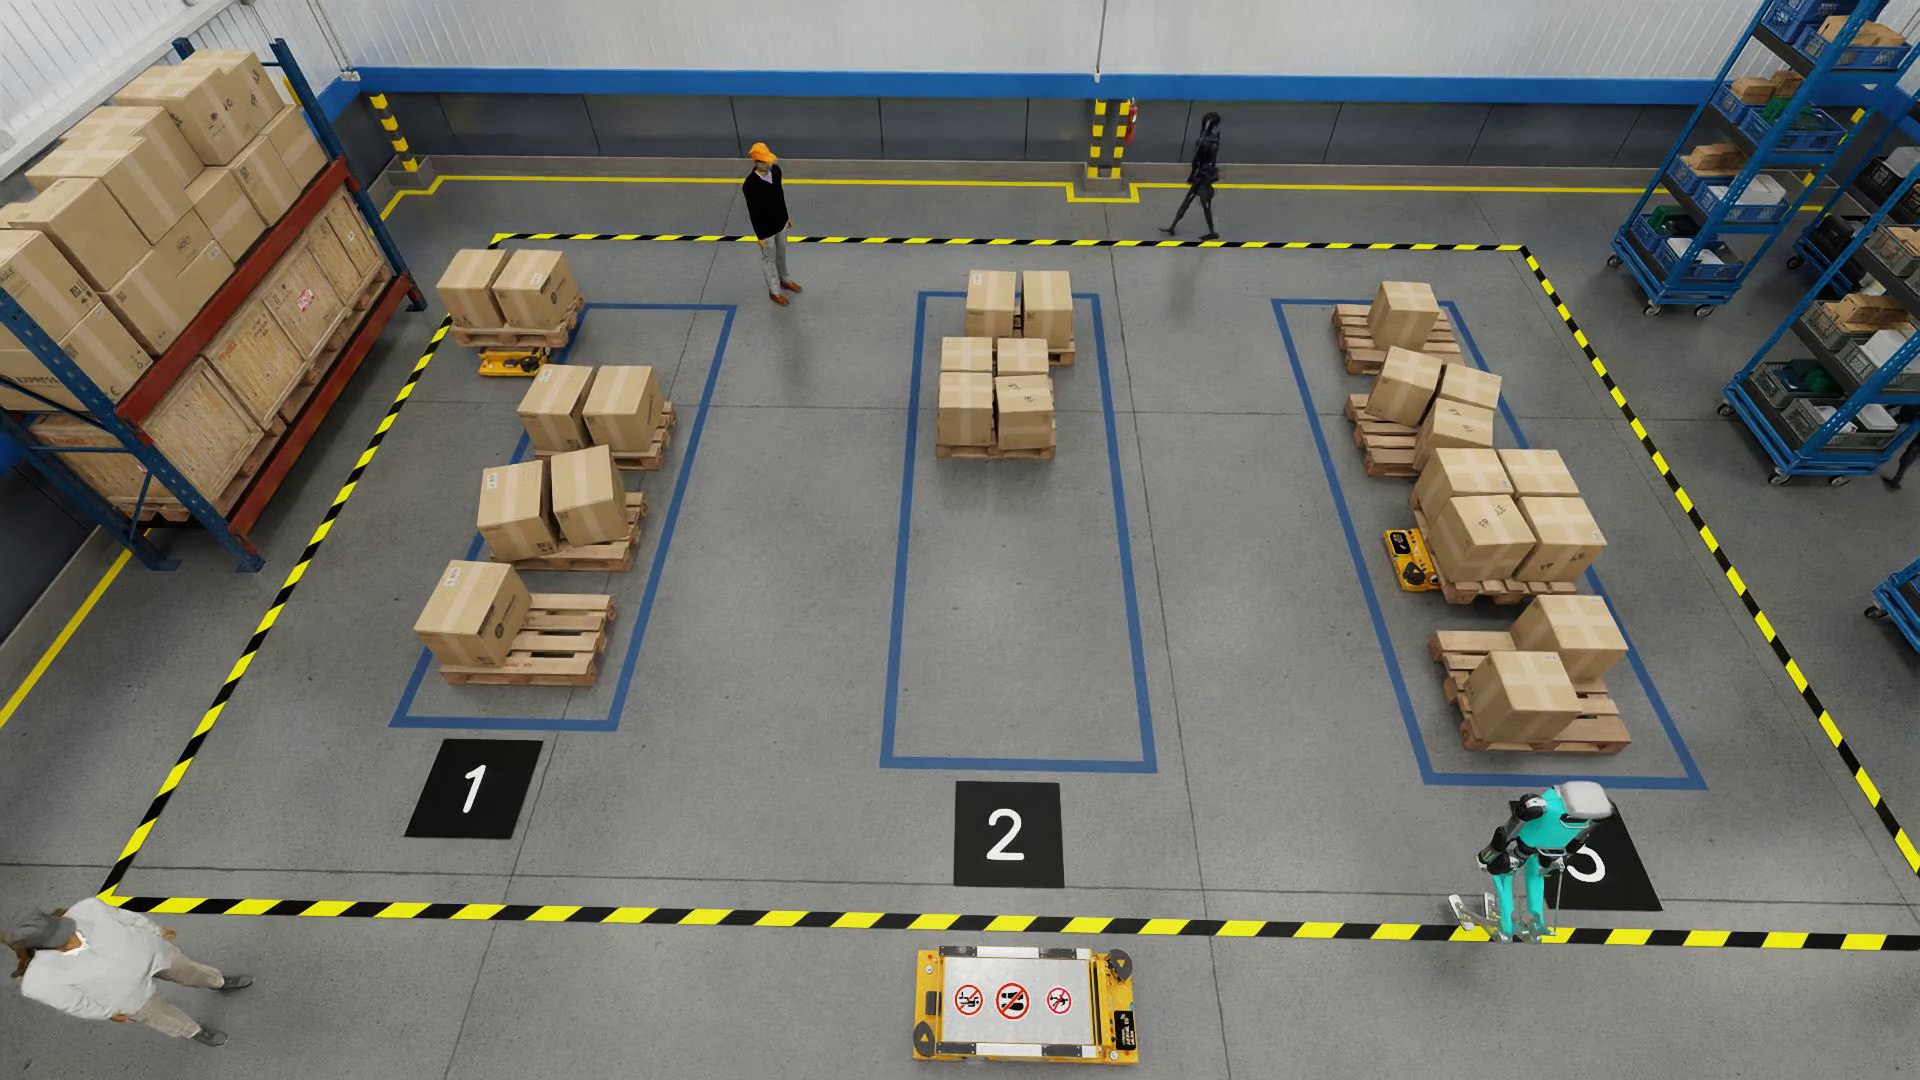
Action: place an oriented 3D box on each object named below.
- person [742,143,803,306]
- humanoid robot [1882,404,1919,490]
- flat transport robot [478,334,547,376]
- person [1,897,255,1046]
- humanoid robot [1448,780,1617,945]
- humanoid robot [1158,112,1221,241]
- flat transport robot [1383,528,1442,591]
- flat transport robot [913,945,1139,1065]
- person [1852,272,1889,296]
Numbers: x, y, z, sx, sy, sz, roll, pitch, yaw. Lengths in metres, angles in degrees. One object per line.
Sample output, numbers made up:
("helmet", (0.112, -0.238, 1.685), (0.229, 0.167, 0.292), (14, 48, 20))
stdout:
("person", (-2.122, -3.555, 10.343), (0.361, 1.884, 0.587), (22, 54, 17))
("humanoid robot", (9.202, -1.264, 8.639), (0.608, 1.628, 0.781), (11, 52, 9))
("flat transport robot", (-4.926, -2.404, 10.427), (0.652, 0.197, 1.431), (1, 51, 1))
("person", (-4.933, 2.559, 5.434), (0.402, 1.764, 0.563), (1, 51, 1))
("humanoid robot", (3.578, 2.143, 5.704), (0.533, 1.679, 0.735), (1, 51, 1))
("humanoid robot", (2.949, -4.394, 11.186), (0.774, 1.624, 0.602), (-7, 51, -6))
("flat transport robot", (4.689, 0.155, 8.342), (1.431, 0.197, 0.652), (1, 51, 1))
("flat transport robot", (0.422, 3.041, 6.007), (1.431, 0.231, 0.659), (1, 51, 1))
("person", (9.829, -2.695, 9.672), (0.618, 1.838, 0.430), (12, 52, 9))
